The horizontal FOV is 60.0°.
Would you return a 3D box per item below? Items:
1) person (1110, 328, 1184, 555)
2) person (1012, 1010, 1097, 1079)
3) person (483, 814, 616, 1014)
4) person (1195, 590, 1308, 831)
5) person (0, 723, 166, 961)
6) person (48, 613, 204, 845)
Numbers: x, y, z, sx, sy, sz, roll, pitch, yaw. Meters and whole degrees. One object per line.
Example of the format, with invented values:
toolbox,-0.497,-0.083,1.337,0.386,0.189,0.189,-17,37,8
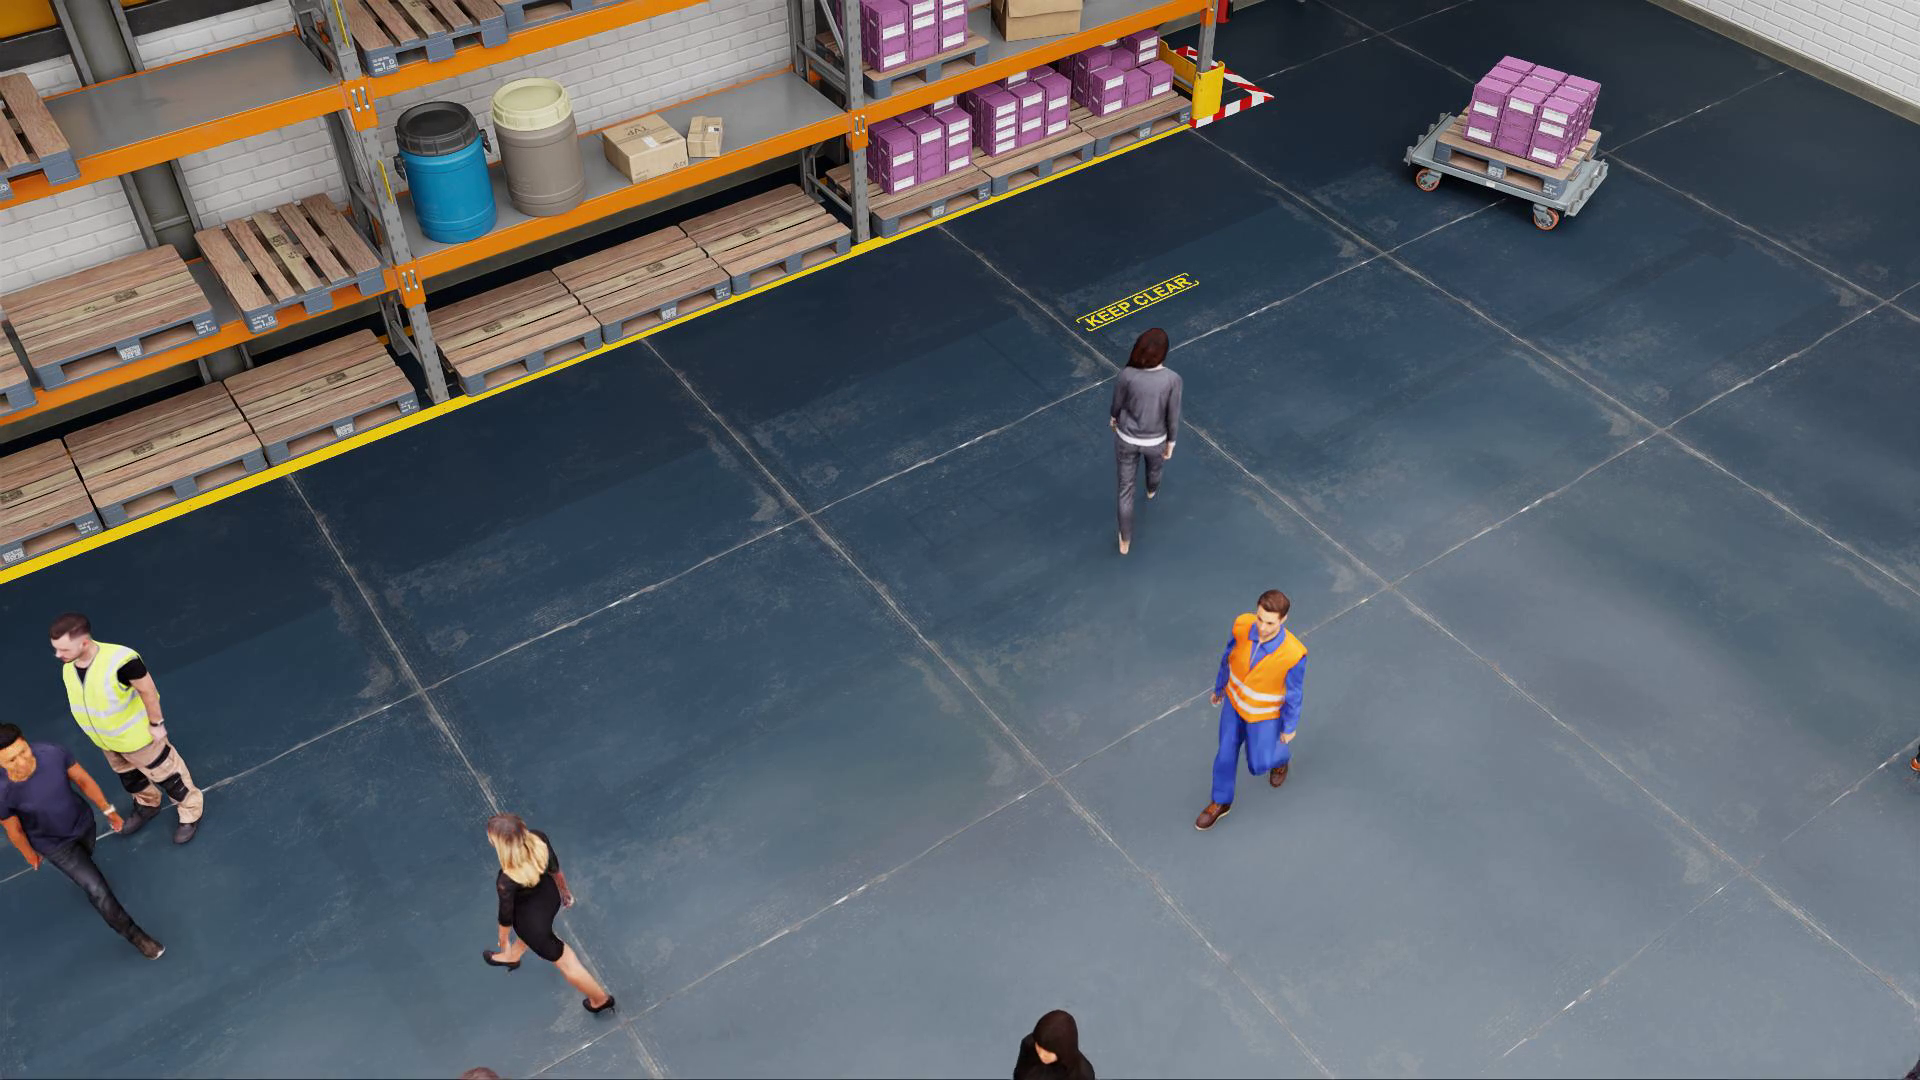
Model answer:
person,1.257,-0.646,11.568,1.086,1.724,1.109,4,44,4
person,0.490,2.715,8.108,0.677,1.630,0.758,27,50,25
person,-2.160,2.035,8.827,1.057,1.625,1.066,11,45,12
person,1.768,0.951,9.801,0.857,1.850,1.064,31,51,28
person,-5.012,1.567,9.228,1.042,1.749,1.176,21,47,20
person,-4.884,1.063,9.687,0.856,1.845,0.911,10,44,10
